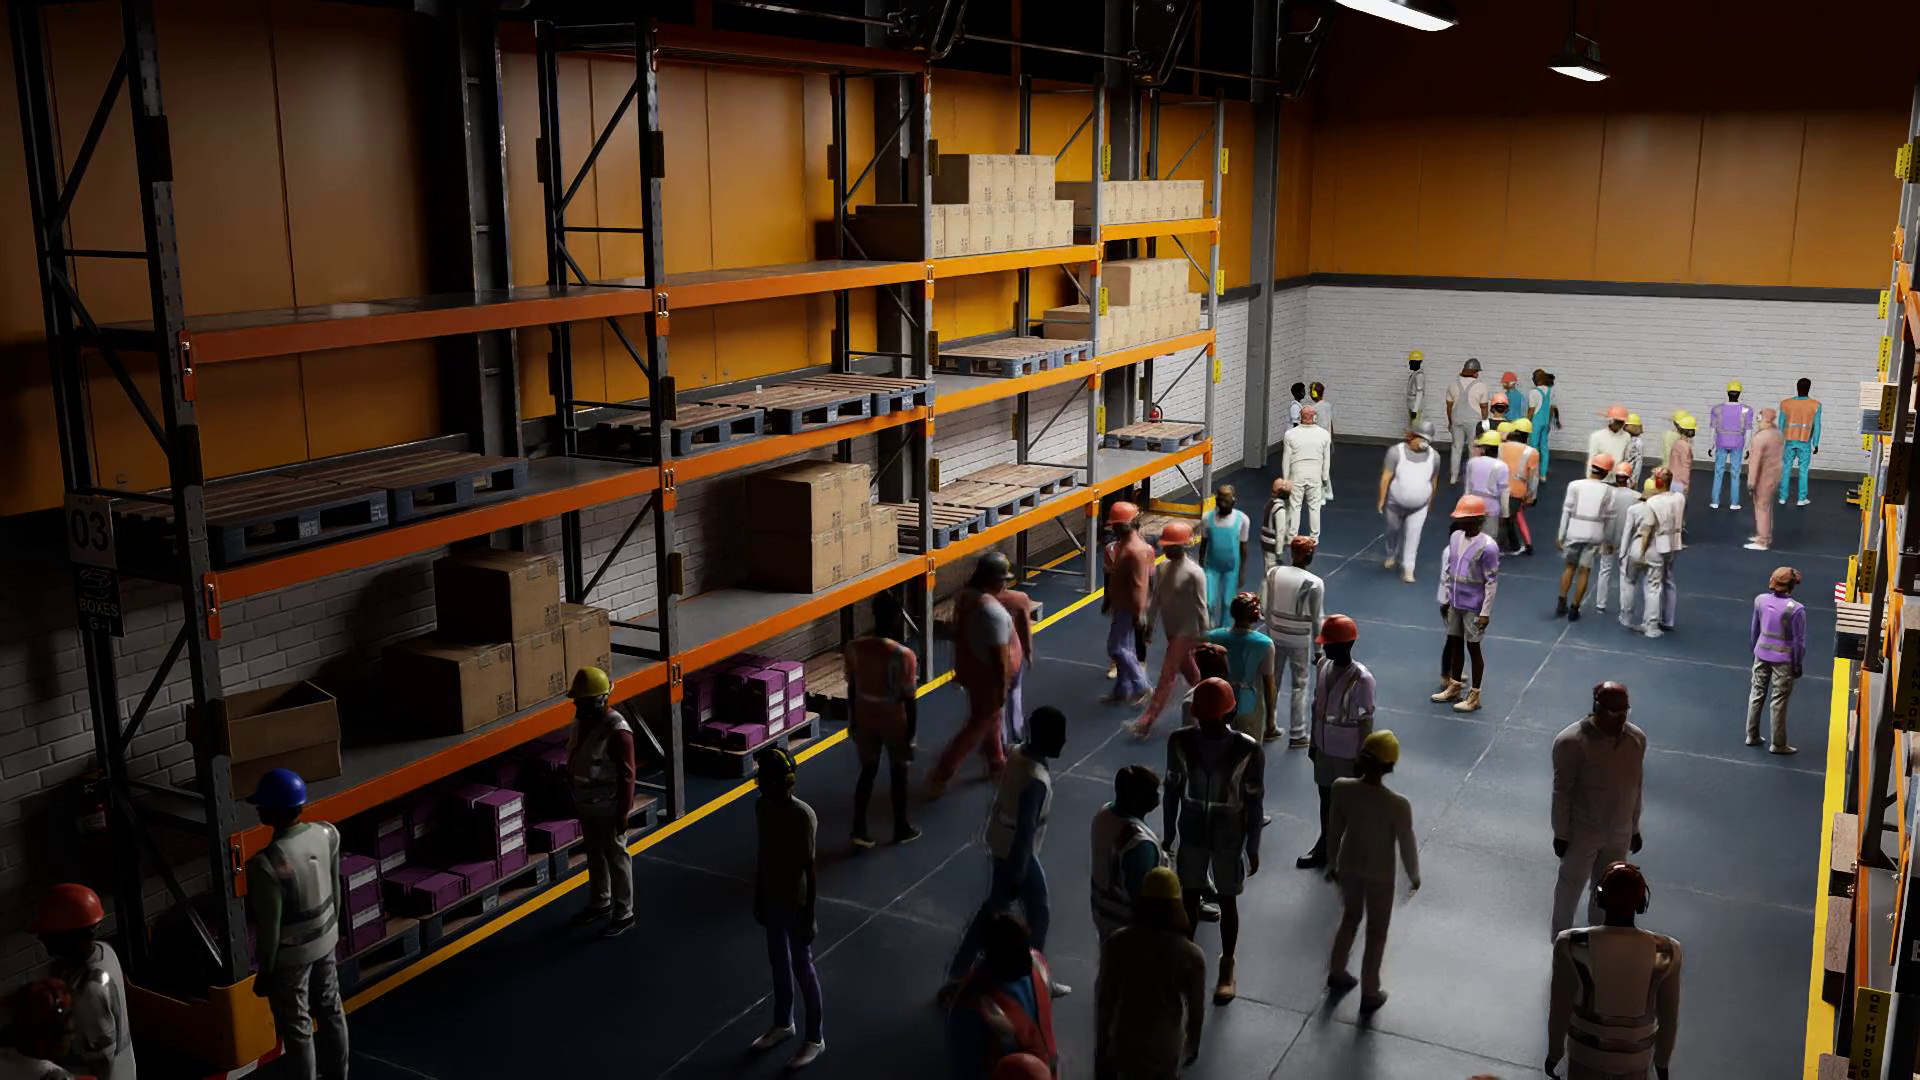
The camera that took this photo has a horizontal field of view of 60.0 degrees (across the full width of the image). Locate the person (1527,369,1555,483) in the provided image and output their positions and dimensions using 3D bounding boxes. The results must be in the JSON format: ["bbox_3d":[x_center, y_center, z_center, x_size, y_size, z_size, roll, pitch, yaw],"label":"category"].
[{"bbox_3d":[9.302,-1.833,26.773,0.507,1.840,0.343,-5,14,-23],"label":"person"}]

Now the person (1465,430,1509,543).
[{"bbox_3d":[6.325,-0.380,20.149,0.774,1.902,0.590,-8,15,-31],"label":"person"}]

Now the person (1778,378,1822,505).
[{"bbox_3d":[12.604,-1.479,25.019,0.587,1.914,0.390,9,16,36],"label":"person"}]

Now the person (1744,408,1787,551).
[{"bbox_3d":[10.695,-0.812,22.108,0.697,1.885,0.427,-9,15,-35],"label":"person"}]

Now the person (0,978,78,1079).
[{"bbox_3d":[-3.697,2.657,6.607,0.609,1.868,0.509,5,14,22],"label":"person"}]

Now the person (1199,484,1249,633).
[{"bbox_3d":[2.740,0.295,17.303,0.507,1.821,0.461,3,13,11],"label":"person"}]

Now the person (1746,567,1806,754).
[{"bbox_3d":[7.061,1.034,14.388,0.308,1.639,0.510,-6,14,-25],"label":"person"}]

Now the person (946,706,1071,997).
[{"bbox_3d":[0.275,1.893,10.057,0.735,1.874,0.623,-2,13,-10],"label":"person"}]

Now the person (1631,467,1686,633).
[{"bbox_3d":[7.605,0.122,18.034,0.563,1.835,0.386,-7,14,-27],"label":"person"}]

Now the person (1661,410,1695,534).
[{"bbox_3d":[9.923,-0.932,22.975,0.527,1.738,0.584,-2,13,-10],"label":"person"}]

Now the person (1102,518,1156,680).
[{"bbox_3d":[1.658,0.563,16.381,0.536,1.693,0.319,4,13,17],"label":"person"}]

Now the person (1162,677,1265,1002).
[{"bbox_3d":[1.511,1.801,10.046,0.614,2.038,0.395,5,14,22],"label":"person"}]

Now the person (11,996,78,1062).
[{"bbox_3d":[-3.744,2.693,6.617,0.928,1.799,0.579,-10,16,-37],"label":"person"}]

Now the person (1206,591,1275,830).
[{"bbox_3d":[2.133,1.303,12.710,0.563,1.847,0.392,9,15,34],"label":"person"}]

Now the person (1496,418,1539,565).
[{"bbox_3d":[7.069,-0.614,21.295,1.053,1.872,0.611,-10,16,-39],"label":"person"}]

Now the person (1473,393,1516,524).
[{"bbox_3d":[7.242,-0.979,22.534,0.618,2.028,0.410,1,13,2],"label":"person"}]

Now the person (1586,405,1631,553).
[{"bbox_3d":[8.494,-0.793,21.830,0.675,1.969,0.435,-2,13,-9],"label":"person"}]

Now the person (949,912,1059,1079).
[{"bbox_3d":[0.188,2.494,7.440,0.509,1.824,0.639,8,15,33],"label":"person"}]

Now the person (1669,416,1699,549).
[{"bbox_3d":[9.635,-0.780,22.221,0.327,1.767,0.533,1,13,4],"label":"person"}]

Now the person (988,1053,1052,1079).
[{"bbox_3d":[0.137,2.748,5.916,0.616,1.993,0.971,8,15,32],"label":"person"}]

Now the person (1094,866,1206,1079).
[{"bbox_3d":[0.944,2.411,8.096,0.497,1.679,0.857,6,14,25],"label":"person"}]

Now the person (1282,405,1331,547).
[{"bbox_3d":[4.607,-0.852,22.228,0.647,1.908,0.409,0,13,0],"label":"person"}]

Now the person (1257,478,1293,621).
[{"bbox_3d":[3.503,0.109,18.560,0.353,1.631,0.539,1,13,4],"label":"person"}]

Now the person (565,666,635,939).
[{"bbox_3d":[-2.373,1.709,10.928,0.403,1.830,0.598,-12,17,-43],"label":"person"}]

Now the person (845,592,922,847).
[{"bbox_3d":[-0.583,1.340,12.327,0.654,1.973,0.498,7,14,28],"label":"person"}]

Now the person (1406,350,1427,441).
[{"bbox_3d":[7.855,-2.320,28.752,0.362,1.928,0.587,2,13,8],"label":"person"}]

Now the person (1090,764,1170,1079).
[{"bbox_3d":[0.935,2.108,9.121,0.430,1.844,0.624,-3,13,-15],"label":"person"}]

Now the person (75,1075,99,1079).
[{"bbox_3d":[-3.195,2.807,6.250,0.611,1.720,0.723,-4,13,-17],"label":"person"}]

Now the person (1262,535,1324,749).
[{"bbox_3d":[2.909,0.883,14.548,0.373,1.877,0.581,-12,17,-42],"label":"person"}]

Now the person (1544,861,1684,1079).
[{"bbox_3d":[3.022,2.394,7.750,0.575,1.883,0.355,2,13,9],"label":"person"}]

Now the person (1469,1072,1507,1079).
[{"bbox_3d":[1.913,2.820,6.449,0.402,1.604,0.504,-7,14,-27],"label":"person"}]

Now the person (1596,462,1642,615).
[{"bbox_3d":[7.463,-0.022,18.850,0.563,1.753,0.327,7,14,28],"label":"person"}]

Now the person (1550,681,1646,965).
[{"bbox_3d":[3.983,1.797,10.366,0.643,1.908,0.411,-4,13,-16],"label":"person"}]

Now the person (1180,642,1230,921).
[{"bbox_3d":[1.669,1.611,11.256,0.356,1.882,0.574,6,14,25],"label":"person"}]

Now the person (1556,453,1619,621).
[{"bbox_3d":[7.028,-0.036,18.610,0.584,1.887,0.559,7,15,30],"label":"person"}]

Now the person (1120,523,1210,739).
[{"bbox_3d":[1.896,0.797,14.787,1.051,1.933,0.657,-6,14,-24],"label":"person"}]

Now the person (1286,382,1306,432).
[{"bbox_3d":[5.304,-1.642,26.240,0.318,1.697,0.533,2,13,11],"label":"person"}]

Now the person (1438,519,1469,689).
[{"bbox_3d":[4.833,0.614,16.133,0.368,1.693,0.548,1,13,2],"label":"person"}]

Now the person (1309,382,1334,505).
[{"bbox_3d":[5.413,-1.457,25.090,0.429,1.846,0.560,11,17,41],"label":"person"}]

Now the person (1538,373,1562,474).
[{"bbox_3d":[9.730,-1.940,27.626,0.560,1.648,0.747,-9,16,-36],"label":"person"}]

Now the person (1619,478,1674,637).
[{"bbox_3d":[7.488,0.165,18.153,0.542,1.694,0.731,5,13,21],"label":"person"}]

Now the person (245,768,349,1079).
[{"bbox_3d":[-3.492,2.132,8.767,0.385,1.948,0.615,4,13,18],"label":"person"}]

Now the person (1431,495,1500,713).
[{"bbox_3d":[4.700,0.585,15.484,0.376,2.042,0.615,-6,14,-23],"label":"person"}]

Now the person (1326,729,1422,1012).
[{"bbox_3d":[2.479,1.964,9.962,0.437,1.754,0.551,-12,17,-43],"label":"person"}]

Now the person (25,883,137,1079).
[{"bbox_3d":[-3.870,2.440,7.419,0.357,1.938,0.543,-6,14,-27],"label":"person"}]

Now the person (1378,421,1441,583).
[{"bbox_3d":[5.545,-0.554,20.591,0.733,2.000,0.947,2,13,9],"label":"person"}]

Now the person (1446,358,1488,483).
[{"bbox_3d":[8.145,-1.900,26.616,0.674,2.000,0.537,11,16,39],"label":"person"}]

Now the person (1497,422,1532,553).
[{"bbox_3d":[7.258,-0.686,21.894,0.544,1.729,0.742,-5,14,-23],"label":"person"}]

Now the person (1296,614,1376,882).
[{"bbox_3d":[2.660,1.464,11.791,0.373,1.934,0.552,-7,14,-29],"label":"person"}]

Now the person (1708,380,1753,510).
[{"bbox_3d":[11.402,-1.402,24.644,0.585,1.925,0.377,7,14,28],"label":"person"}]

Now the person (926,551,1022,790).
[{"bbox_3d":[0.118,1.051,13.403,0.910,2.000,0.697,-6,14,-25],"label":"person"}]

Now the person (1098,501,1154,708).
[{"bbox_3d":[1.527,0.606,15.543,0.451,1.969,0.617,0,13,-2],"label":"person"}]

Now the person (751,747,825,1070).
[{"bbox_3d":[-0.983,2.048,9.362,0.506,1.861,0.328,12,17,43],"label":"person"}]
